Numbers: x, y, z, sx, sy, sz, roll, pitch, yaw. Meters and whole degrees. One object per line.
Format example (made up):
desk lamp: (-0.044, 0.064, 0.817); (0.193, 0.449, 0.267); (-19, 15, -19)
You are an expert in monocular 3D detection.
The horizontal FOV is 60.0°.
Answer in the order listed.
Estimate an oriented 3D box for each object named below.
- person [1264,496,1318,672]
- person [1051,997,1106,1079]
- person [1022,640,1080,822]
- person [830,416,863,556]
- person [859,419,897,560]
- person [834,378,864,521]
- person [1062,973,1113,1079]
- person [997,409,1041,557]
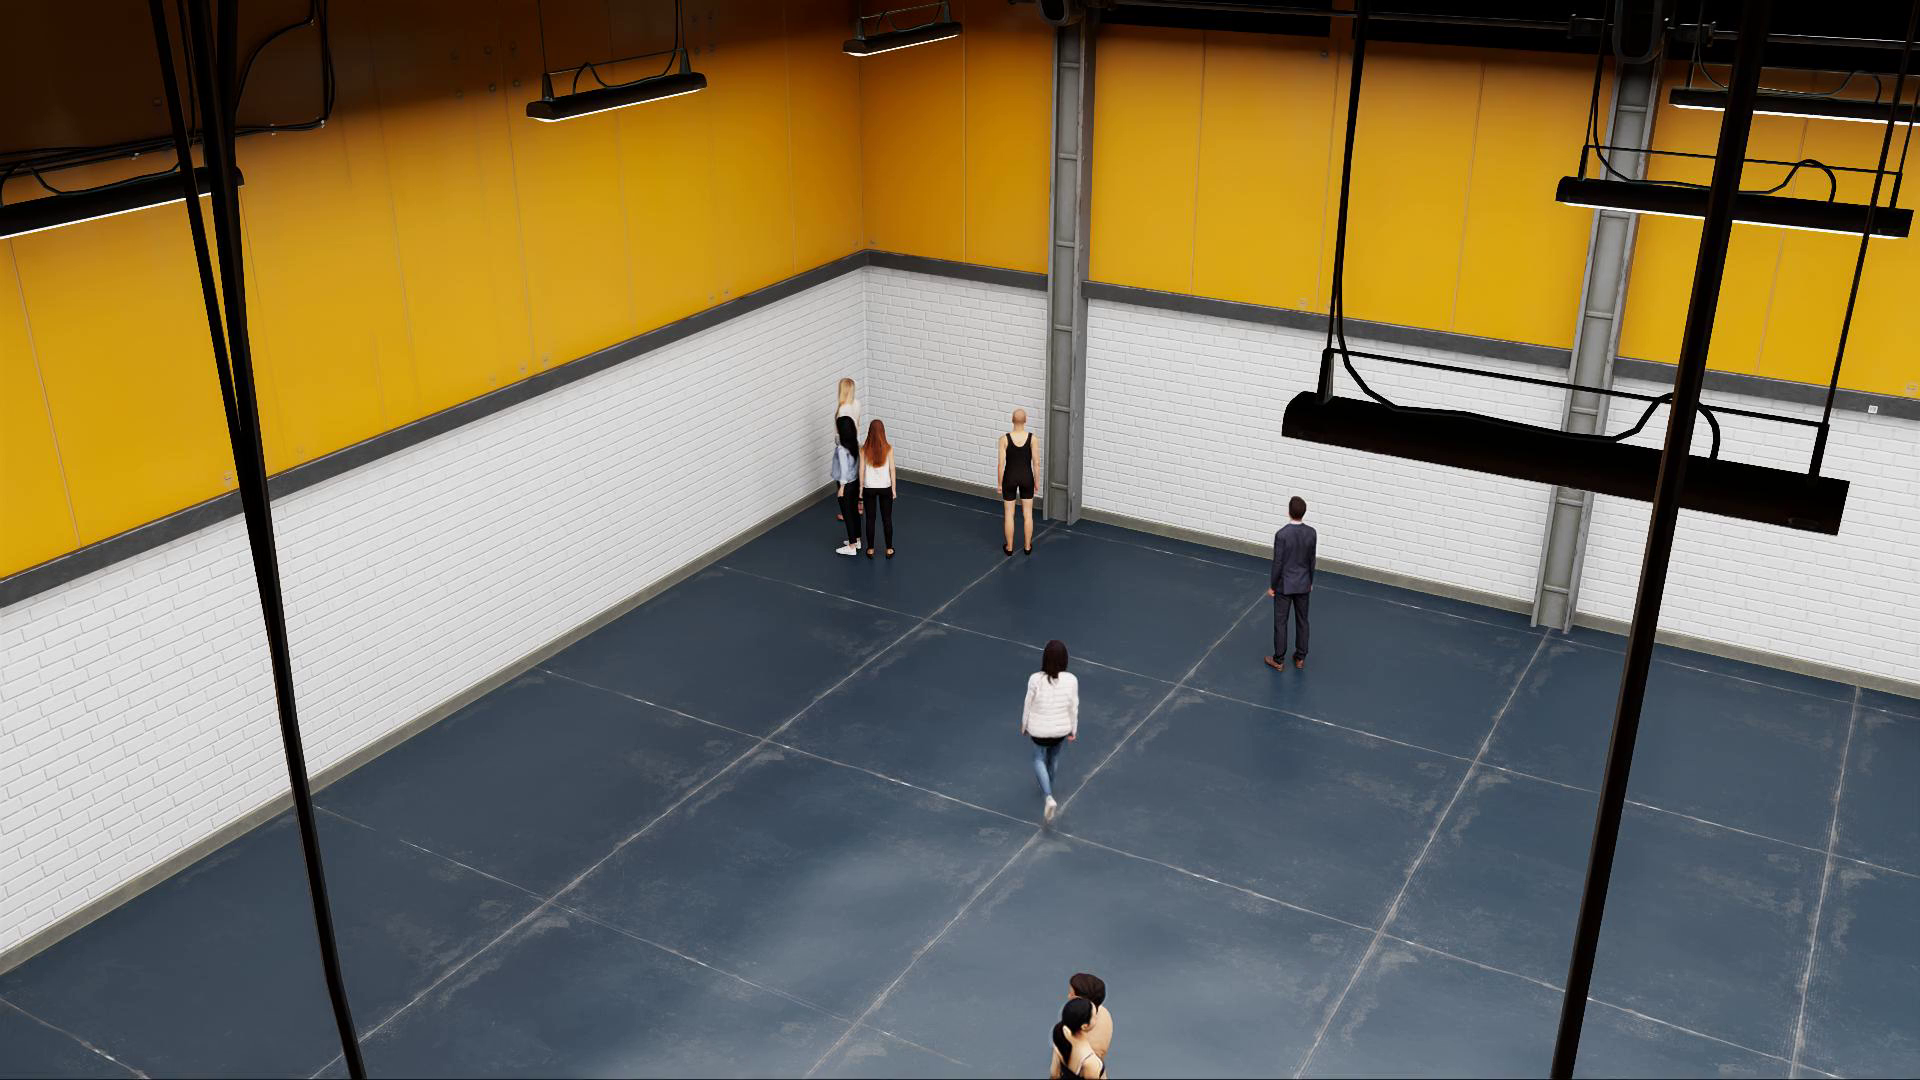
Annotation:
person: (3.385, 0.443, 16.975); (0.726, 1.867, 0.790); (-5, 24, -12)
person: (0.696, 3.508, 10.138); (0.713, 1.727, 0.606); (-15, 28, -30)
person: (0.790, 1.662, 14.496); (1.015, 1.620, 1.041); (-4, 24, -8)
person: (-1.330, -0.656, 19.687); (0.606, 1.710, 0.645); (7, 25, 16)
person: (-0.968, -0.599, 19.541); (0.609, 1.722, 0.722); (-1, 24, -2)
person: (-1.362, -1.131, 20.630); (0.549, 1.825, 0.630); (10, 26, 22)
person: (0.789, 3.420, 10.341); (0.751, 1.727, 0.745); (3, 24, 7)
person: (0.687, -0.684, 19.619); (0.660, 1.816, 0.775); (-2, 24, -4)
